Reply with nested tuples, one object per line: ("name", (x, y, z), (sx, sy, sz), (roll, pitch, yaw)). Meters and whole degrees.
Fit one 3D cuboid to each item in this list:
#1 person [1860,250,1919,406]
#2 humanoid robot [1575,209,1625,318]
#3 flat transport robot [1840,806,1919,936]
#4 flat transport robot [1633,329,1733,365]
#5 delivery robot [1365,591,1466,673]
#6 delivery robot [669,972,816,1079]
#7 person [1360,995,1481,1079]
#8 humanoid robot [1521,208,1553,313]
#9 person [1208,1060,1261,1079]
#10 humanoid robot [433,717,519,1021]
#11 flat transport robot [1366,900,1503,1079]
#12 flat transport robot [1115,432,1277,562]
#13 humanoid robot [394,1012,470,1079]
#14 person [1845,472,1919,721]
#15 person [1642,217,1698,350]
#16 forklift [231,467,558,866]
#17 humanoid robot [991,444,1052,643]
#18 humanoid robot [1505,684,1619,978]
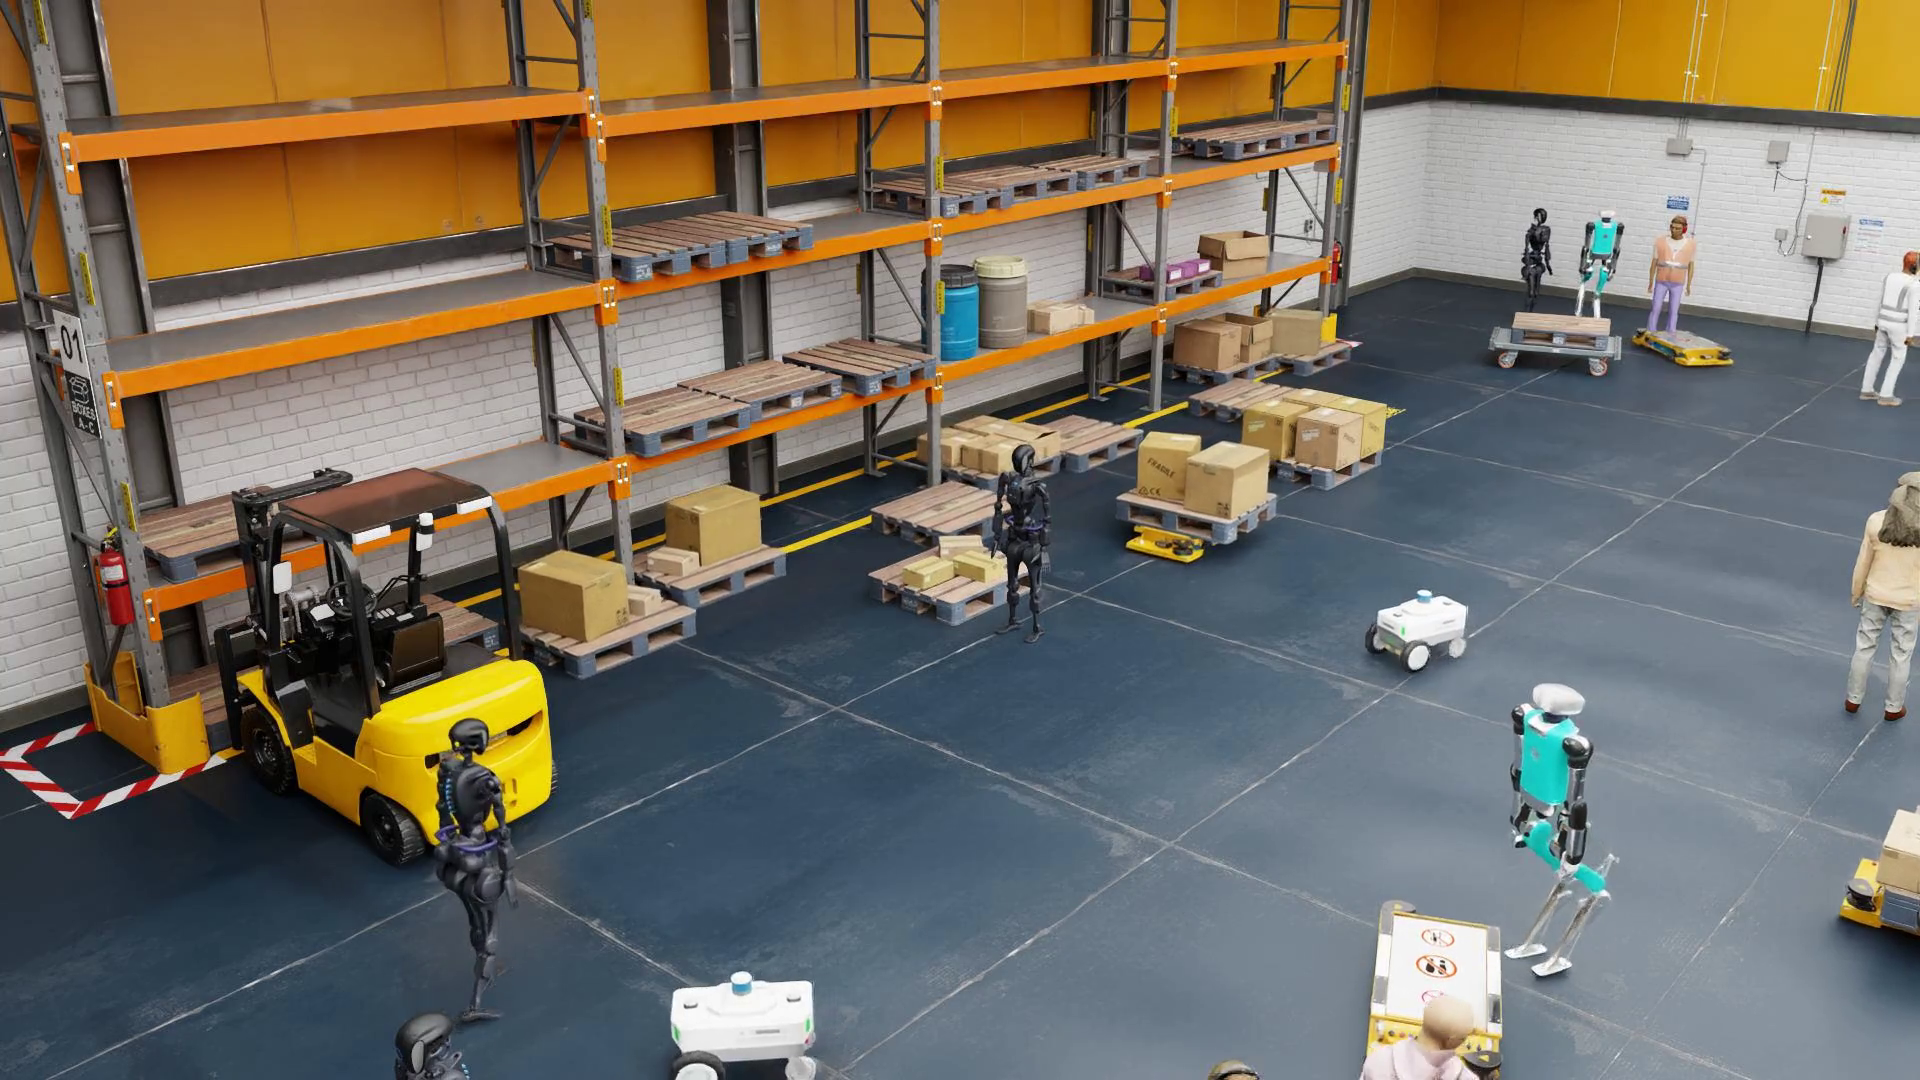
("person", (11.337, -2.592, 20.247), (0.355, 1.880, 0.696), (-5, 21, -13))
("humanoid robot", (9.218, -3.954, 24.181), (0.530, 1.786, 0.868), (2, 20, 6))
("flat transport robot", (5.949, 2.193, 9.610), (1.431, 0.231, 0.659), (14, 25, 34))
("flat transport robot", (9.844, -2.629, 22.675), (0.659, 0.231, 1.431), (-3, 20, -7))
("delivery robot", (3.648, 0.711, 13.240), (0.804, 0.614, 0.499), (-10, 23, -26))
("delivery robot", (-1.114, 2.466, 8.434), (0.753, 0.579, 0.499), (-2, 20, -6))
("person", (1.757, 2.554, 6.493), (0.617, 1.761, 0.637), (10, 23, 26))
("humanoid robot", (8.504, -4.042, 24.465), (0.588, 1.656, 0.409), (-14, 24, -33))
("person", (0.944, 2.672, 5.919), (0.641, 1.924, 0.440), (-1, 20, -3))
("humanoid robot", (-2.648, 1.736, 8.860), (0.586, 1.640, 0.472), (13, 24, 32))
("flat transport robot", (2.561, 2.436, 8.950), (0.659, 0.231, 1.431), (6, 21, 15))
("flat transport robot", (2.243, -0.120, 15.875), (0.659, 0.231, 1.431), (14, 25, 34))
("humanoid robot", (-2.005, 2.567, 6.542), (0.599, 1.657, 0.315), (17, 26, 38))
("person", (6.792, 0.415, 12.111), (0.554, 1.876, 0.403), (16, 25, 36))
("person", (9.747, -3.521, 22.820), (0.563, 1.841, 0.395), (7, 22, 19))
("forklift", (-3.730, 0.710, 10.856), (2.313, 2.155, 1.214), (17, 26, 38))
("humanoid robot", (0.515, 0.018, 13.449), (0.599, 1.656, 0.315), (17, 26, 38))
("humanoid robot", (3.339, 1.571, 9.101), (0.704, 1.738, 0.530), (-8, 22, -21))
